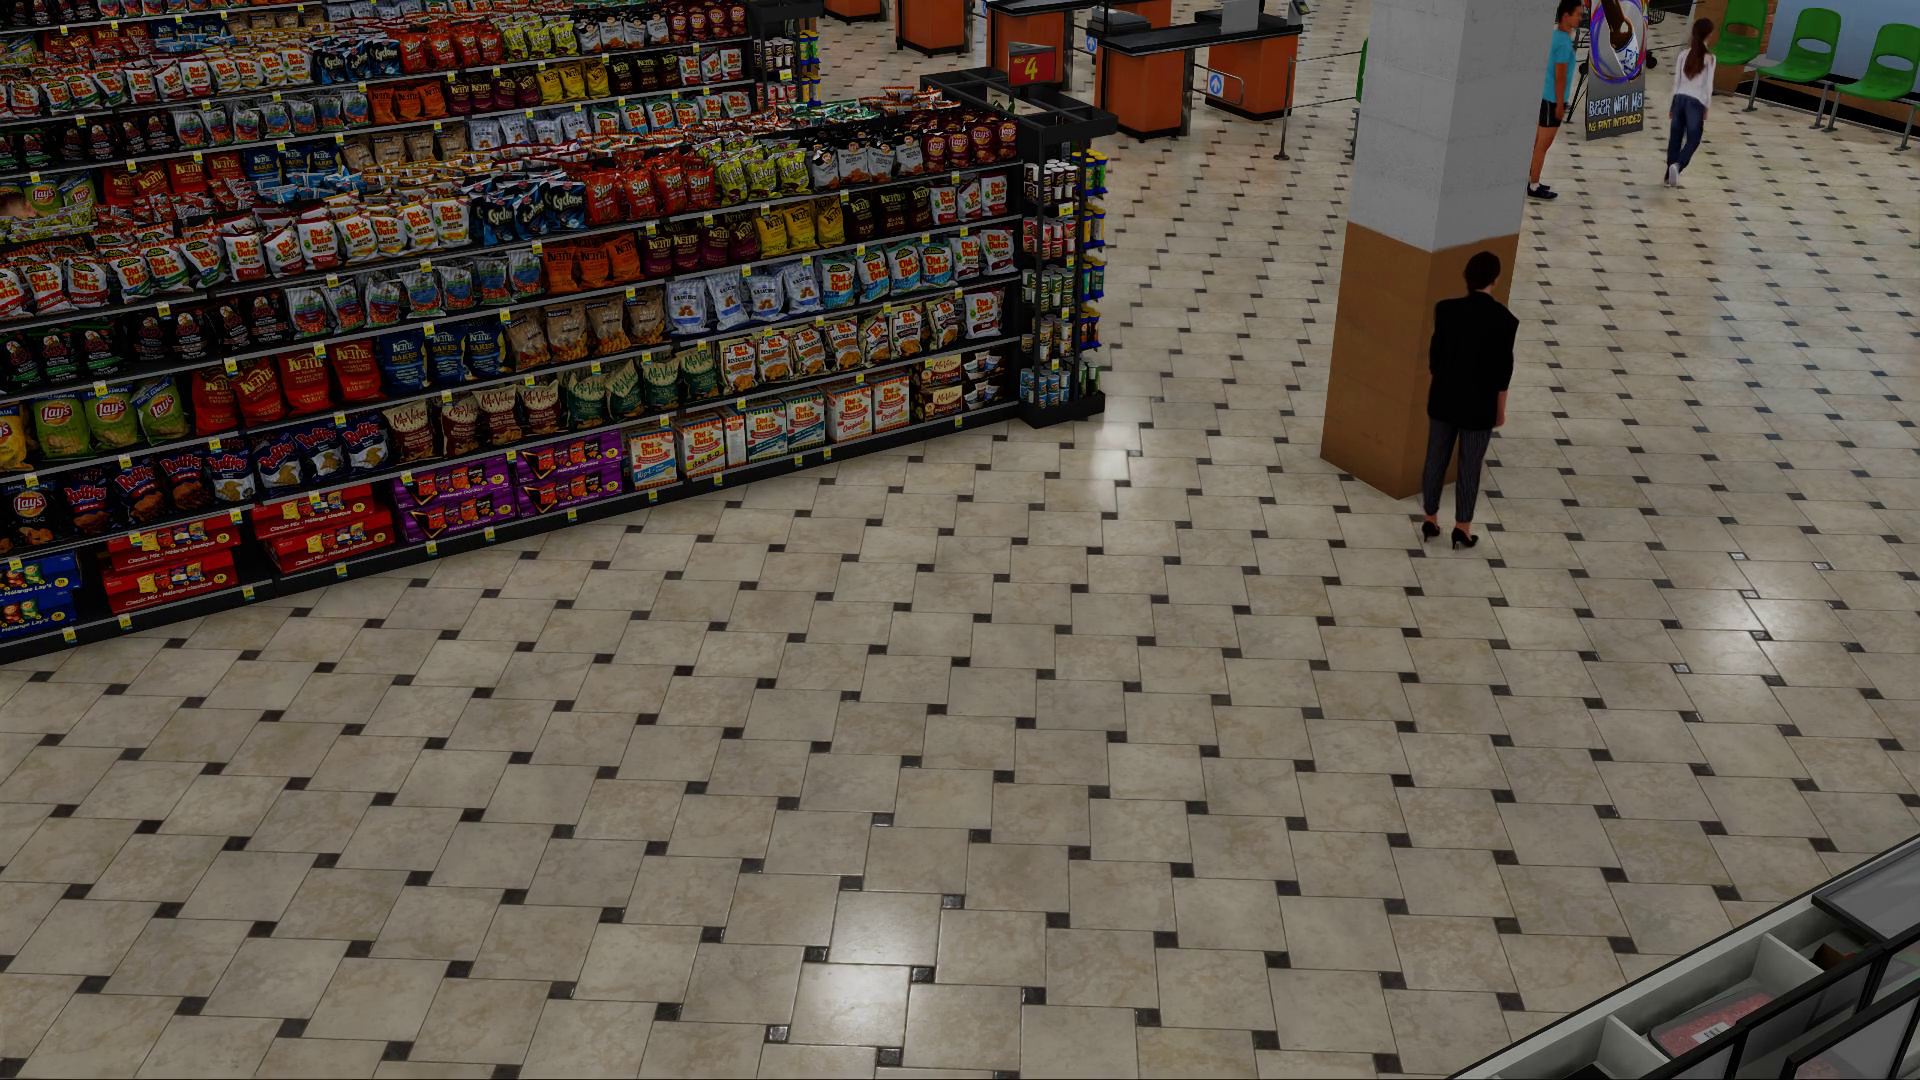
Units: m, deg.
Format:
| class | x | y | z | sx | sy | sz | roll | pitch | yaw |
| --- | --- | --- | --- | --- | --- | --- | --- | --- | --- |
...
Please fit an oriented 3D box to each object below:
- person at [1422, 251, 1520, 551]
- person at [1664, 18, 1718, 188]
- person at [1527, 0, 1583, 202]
| class | x | y | z | sx | sy | sz | roll | pitch | yaw |
| --- | --- | --- | --- | --- | --- | --- | --- | --- | --- |
| person | 2.772 | -0.753 | 9.192 | 0.704 | 1.716 | 0.675 | 24 | 36 | 36 |
| person | 6.650 | -3.966 | 15.257 | 0.702 | 1.544 | 0.909 | 22 | 36 | 35 |
| person | 5.354 | -3.999 | 15.073 | 0.729 | 1.777 | 0.694 | 5 | 29 | 8 |
